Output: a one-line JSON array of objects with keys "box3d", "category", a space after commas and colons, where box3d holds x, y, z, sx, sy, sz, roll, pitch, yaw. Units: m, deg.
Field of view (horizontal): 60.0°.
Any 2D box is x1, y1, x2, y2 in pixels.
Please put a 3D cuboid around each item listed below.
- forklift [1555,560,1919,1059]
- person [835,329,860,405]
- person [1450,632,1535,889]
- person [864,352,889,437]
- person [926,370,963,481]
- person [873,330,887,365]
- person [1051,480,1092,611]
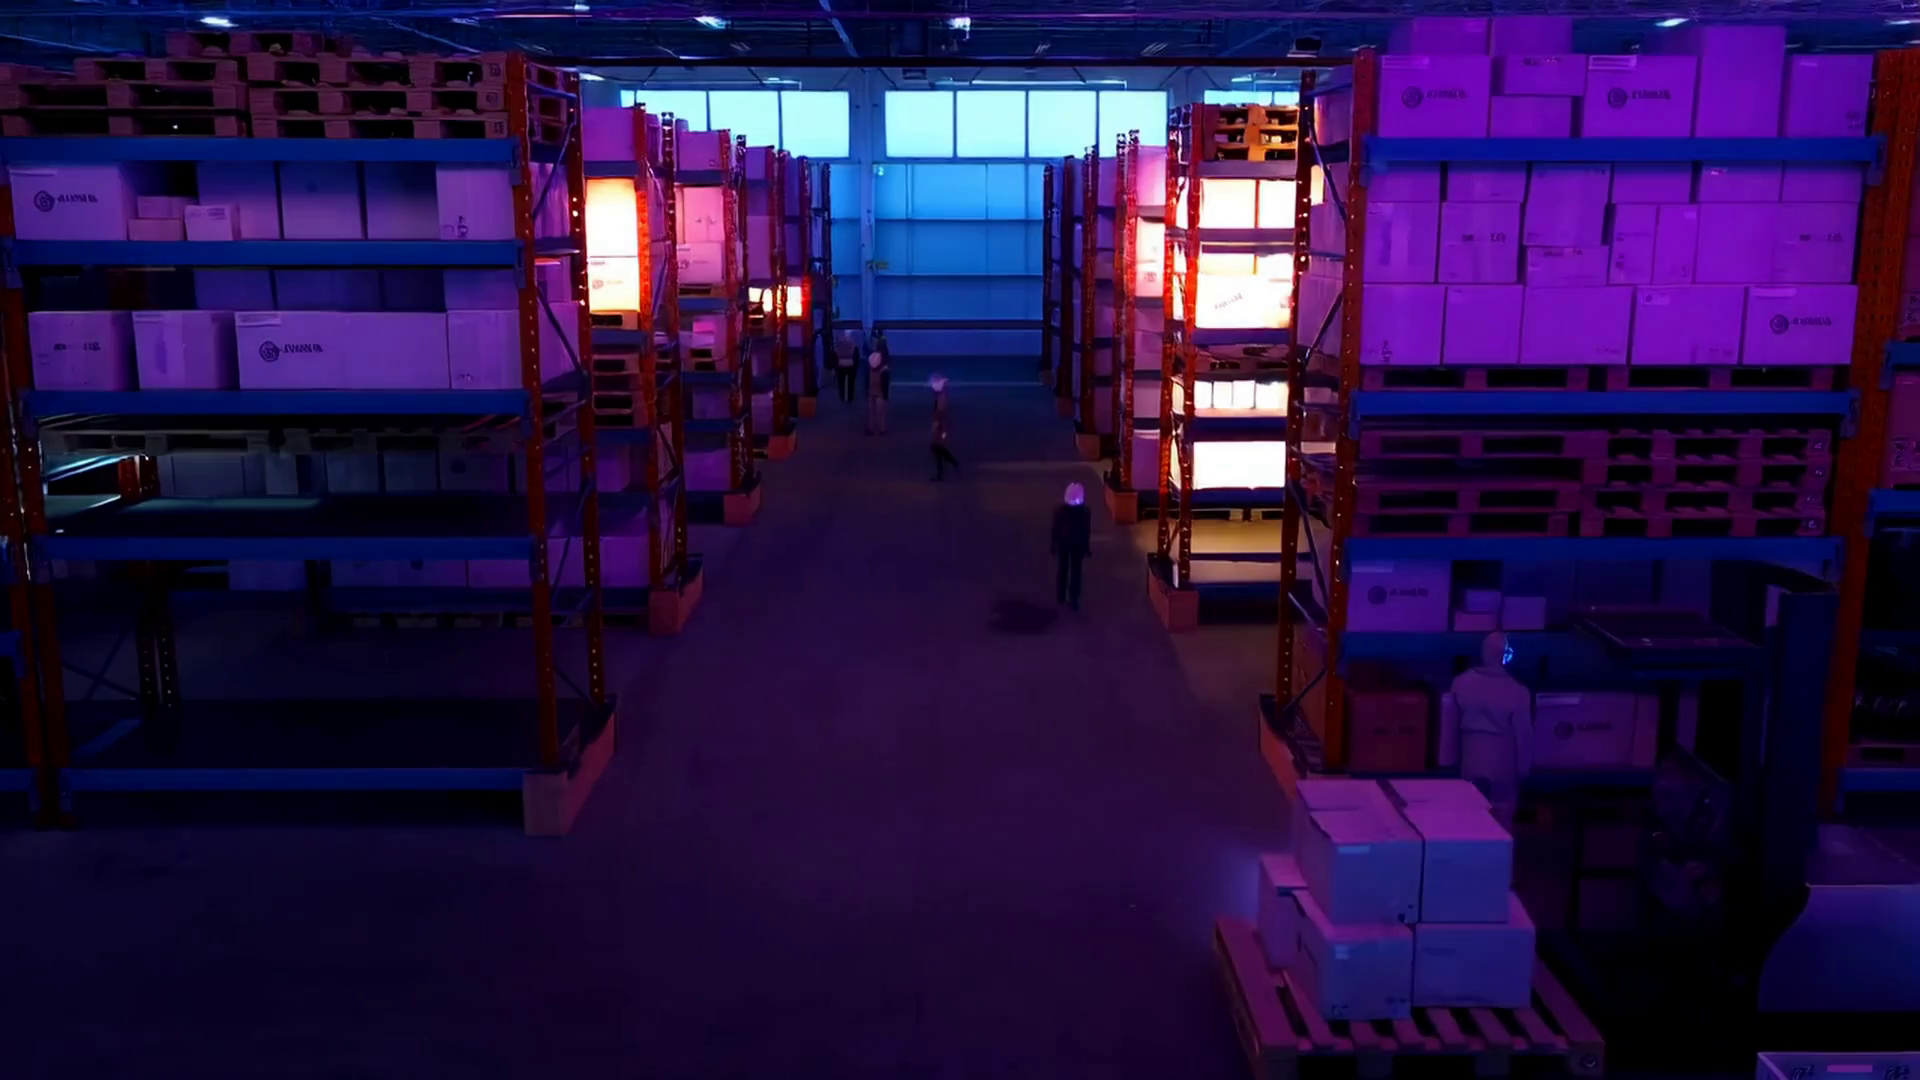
[{"box3d": [4.756, 1.561, 9.962, 1.873, 2.768, 1.129, 0, 11, -1], "category": "forklift"}, {"box3d": [-2.807, -4.303, 41.451, 0.620, 1.904, 0.487, 0, 11, -1], "category": "person"}, {"box3d": [3.889, 1.608, 12.149, 0.410, 1.912, 0.643, -10, 15, -42], "category": "person"}, {"box3d": [-1.825, -3.134, 35.825, 0.634, 1.839, 0.429, 10, 15, 41], "category": "person"}, {"box3d": [-0.297, -2.061, 30.036, 0.580, 2.029, 0.632, -1, 11, -5], "category": "person"}, {"box3d": [-2.139, -4.891, 45.096, 0.515, 1.604, 0.484, 9, 14, 38], "category": "person"}, {"box3d": [1.375, 0.059, 20.509, 0.512, 1.616, 0.380, -2, 12, -7], "category": "person"}]
